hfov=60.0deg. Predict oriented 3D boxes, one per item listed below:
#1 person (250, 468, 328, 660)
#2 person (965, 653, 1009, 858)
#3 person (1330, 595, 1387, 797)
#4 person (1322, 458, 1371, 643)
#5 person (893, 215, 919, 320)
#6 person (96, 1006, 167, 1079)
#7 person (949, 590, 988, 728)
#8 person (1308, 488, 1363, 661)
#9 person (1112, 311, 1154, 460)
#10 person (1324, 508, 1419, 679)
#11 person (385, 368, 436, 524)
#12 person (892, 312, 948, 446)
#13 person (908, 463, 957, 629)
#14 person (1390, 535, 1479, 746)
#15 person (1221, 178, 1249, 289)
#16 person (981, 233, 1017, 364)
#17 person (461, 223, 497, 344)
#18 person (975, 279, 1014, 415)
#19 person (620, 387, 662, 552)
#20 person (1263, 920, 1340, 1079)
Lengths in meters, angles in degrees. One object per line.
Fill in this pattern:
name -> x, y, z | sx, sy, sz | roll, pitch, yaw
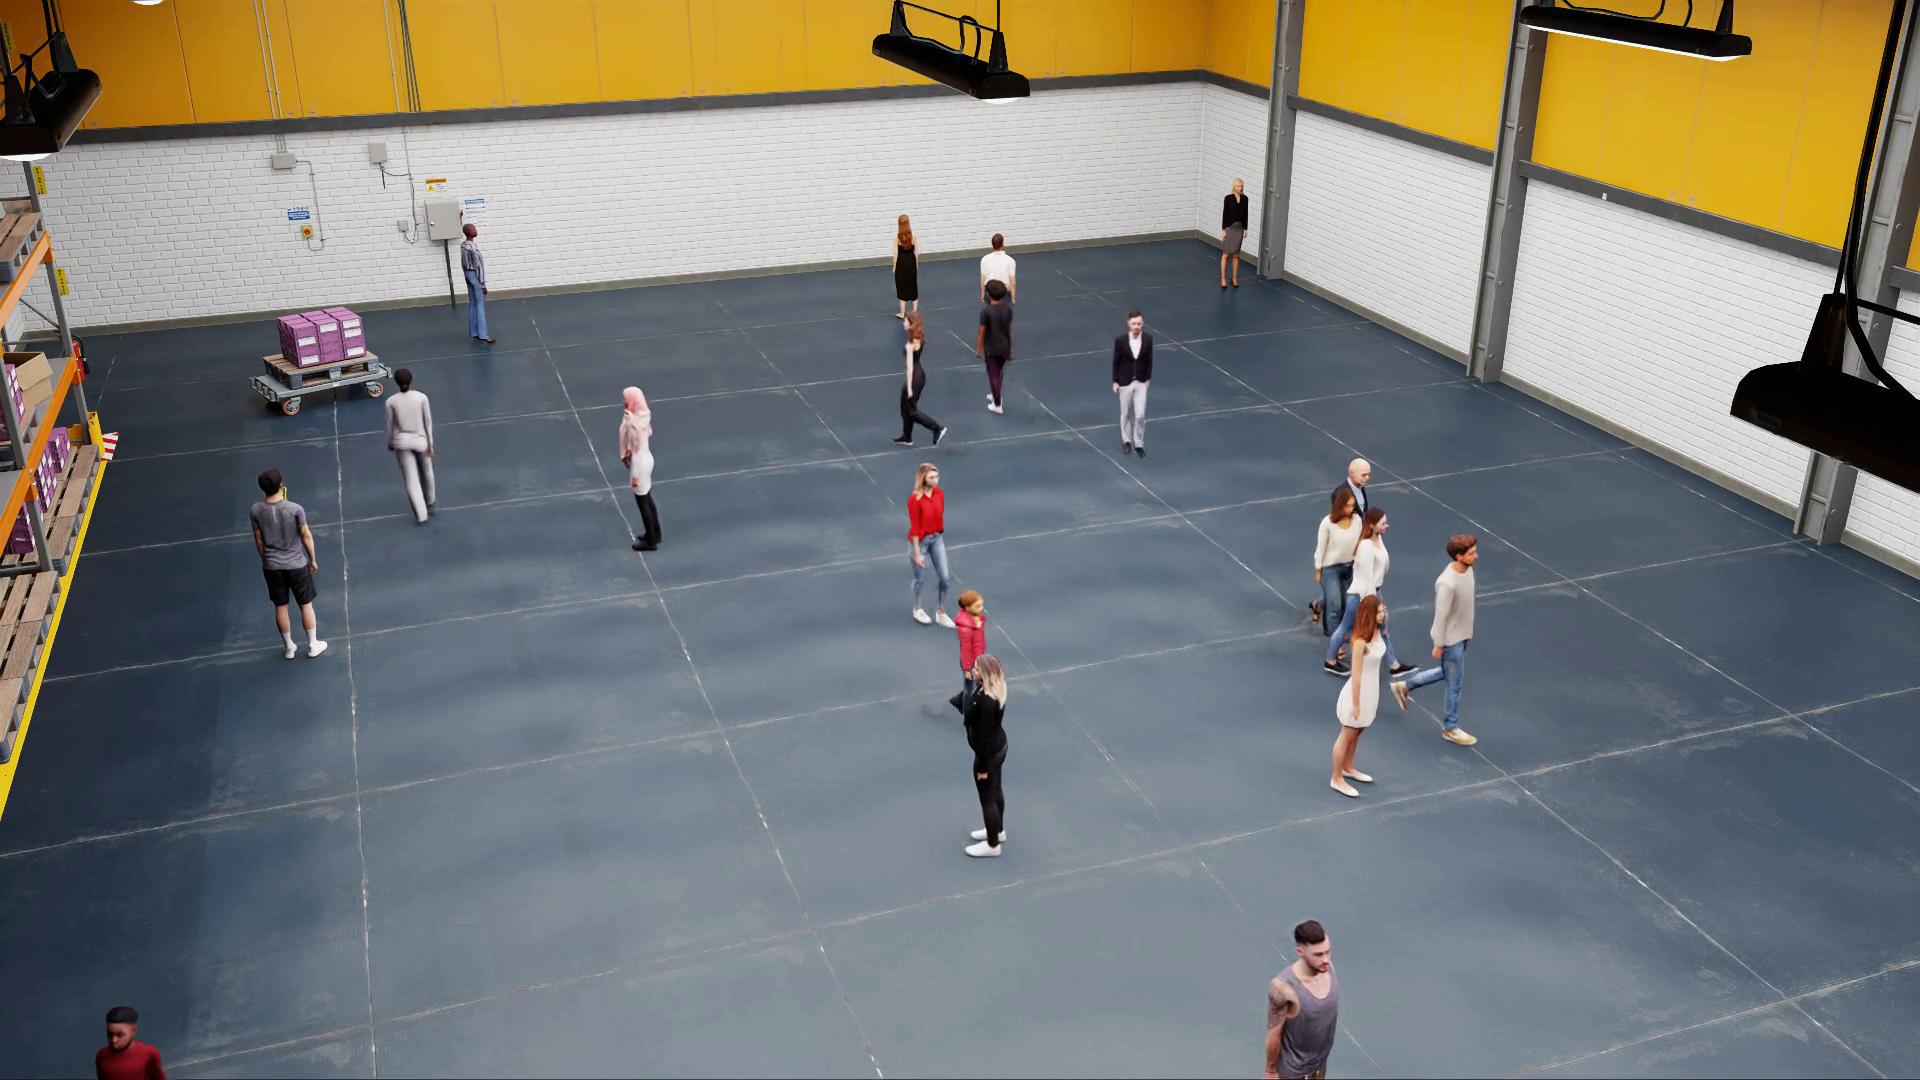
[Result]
person -> -6.242, 0.222, 15.390 | 0.704, 1.871, 0.637 | -3, 24, -6
person -> 0.236, 1.601, 12.466 | 0.751, 1.685, 0.636 | 3, 24, 8
person -> 3.204, 1.215, 13.319 | 0.678, 1.710, 0.646 | 16, 28, 32
person -> 3.680, 0.057, 15.860 | 0.781, 1.795, 0.775 | 17, 29, 34
person -> -0.842, -4.278, 25.989 | 0.557, 1.626, 0.546 | -8, 25, -18
person -> -4.677, 3.154, 9.465 | 0.681, 1.244, 0.921 | 0, 24, -1
person -> 0.048, 1.025, 14.255 | 0.743, 1.308, 0.677 | 13, 27, 27
person -> 3.499, 0.251, 15.588 | 0.646, 1.659, 0.942 | -10, 25, -21
person -> 2.100, -1.952, 20.426 | 0.799, 1.821, 0.896 | 0, 24, 0
person -> 3.566, 0.496, 15.034 | 1.152, 1.653, 1.044 | 13, 27, 27
person -> -6.066, -1.020, 18.440 | 0.681, 1.704, 1.007 | -10, 25, -21
person -> -0.504, -1.950, 20.536 | 0.964, 1.728, 0.993 | 5, 24, 12
person -> -0.384, 0.035, 16.048 | 0.745, 1.686, 0.841 | -16, 28, -33
person -> 4.074, 0.798, 14.051 | 1.153, 1.887, 1.045 | 14, 27, 29
person -> 4.526, -5.082, 27.559 | 0.619, 1.843, 0.572 | -5, 24, -12
person -> 0.536, -3.478, 23.873 | 0.752, 1.855, 0.776 | 6, 24, 14
person -> -7.209, -3.818, 24.725 | 0.757, 1.796, 0.612 | -21, 31, -40
person -> 0.518, -2.515, 21.780 | 0.749, 1.766, 0.868 | -15, 28, -30
person -> -3.396, -0.765, 17.736 | 0.767, 1.800, 0.644 | 1, 24, 2
person -> 1.922, 2.915, 9.465 | 0.688, 1.843, 0.651 | -16, 28, -32
